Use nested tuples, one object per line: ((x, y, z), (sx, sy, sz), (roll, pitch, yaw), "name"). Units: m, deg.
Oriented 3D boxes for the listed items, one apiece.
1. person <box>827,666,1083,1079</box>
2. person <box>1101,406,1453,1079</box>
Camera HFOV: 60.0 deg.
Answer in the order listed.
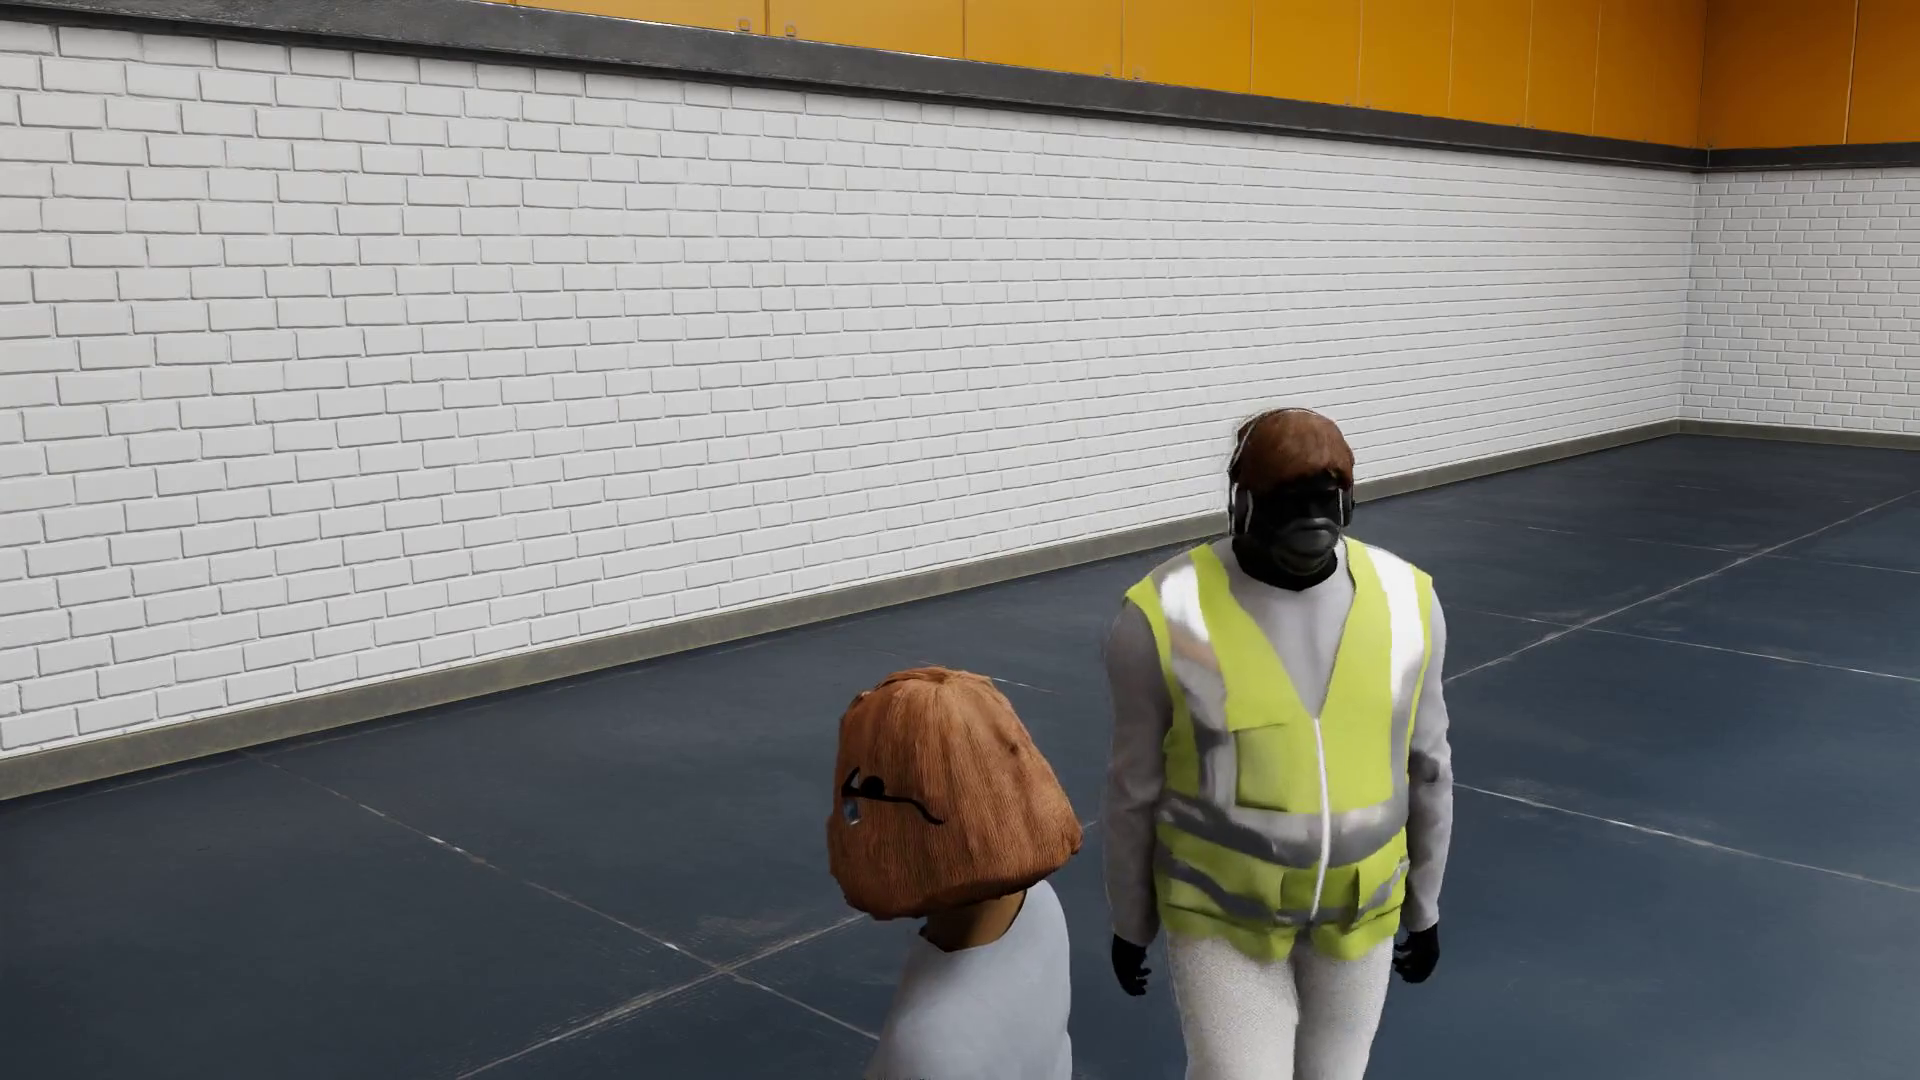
((0.004, 0.941, 1.879), (0.279, 1.631, 0.504), (2, 10, 12), "person")
((0.564, 0.641, 3.089), (0.639, 1.815, 0.759), (-2, 10, -9), "person")
